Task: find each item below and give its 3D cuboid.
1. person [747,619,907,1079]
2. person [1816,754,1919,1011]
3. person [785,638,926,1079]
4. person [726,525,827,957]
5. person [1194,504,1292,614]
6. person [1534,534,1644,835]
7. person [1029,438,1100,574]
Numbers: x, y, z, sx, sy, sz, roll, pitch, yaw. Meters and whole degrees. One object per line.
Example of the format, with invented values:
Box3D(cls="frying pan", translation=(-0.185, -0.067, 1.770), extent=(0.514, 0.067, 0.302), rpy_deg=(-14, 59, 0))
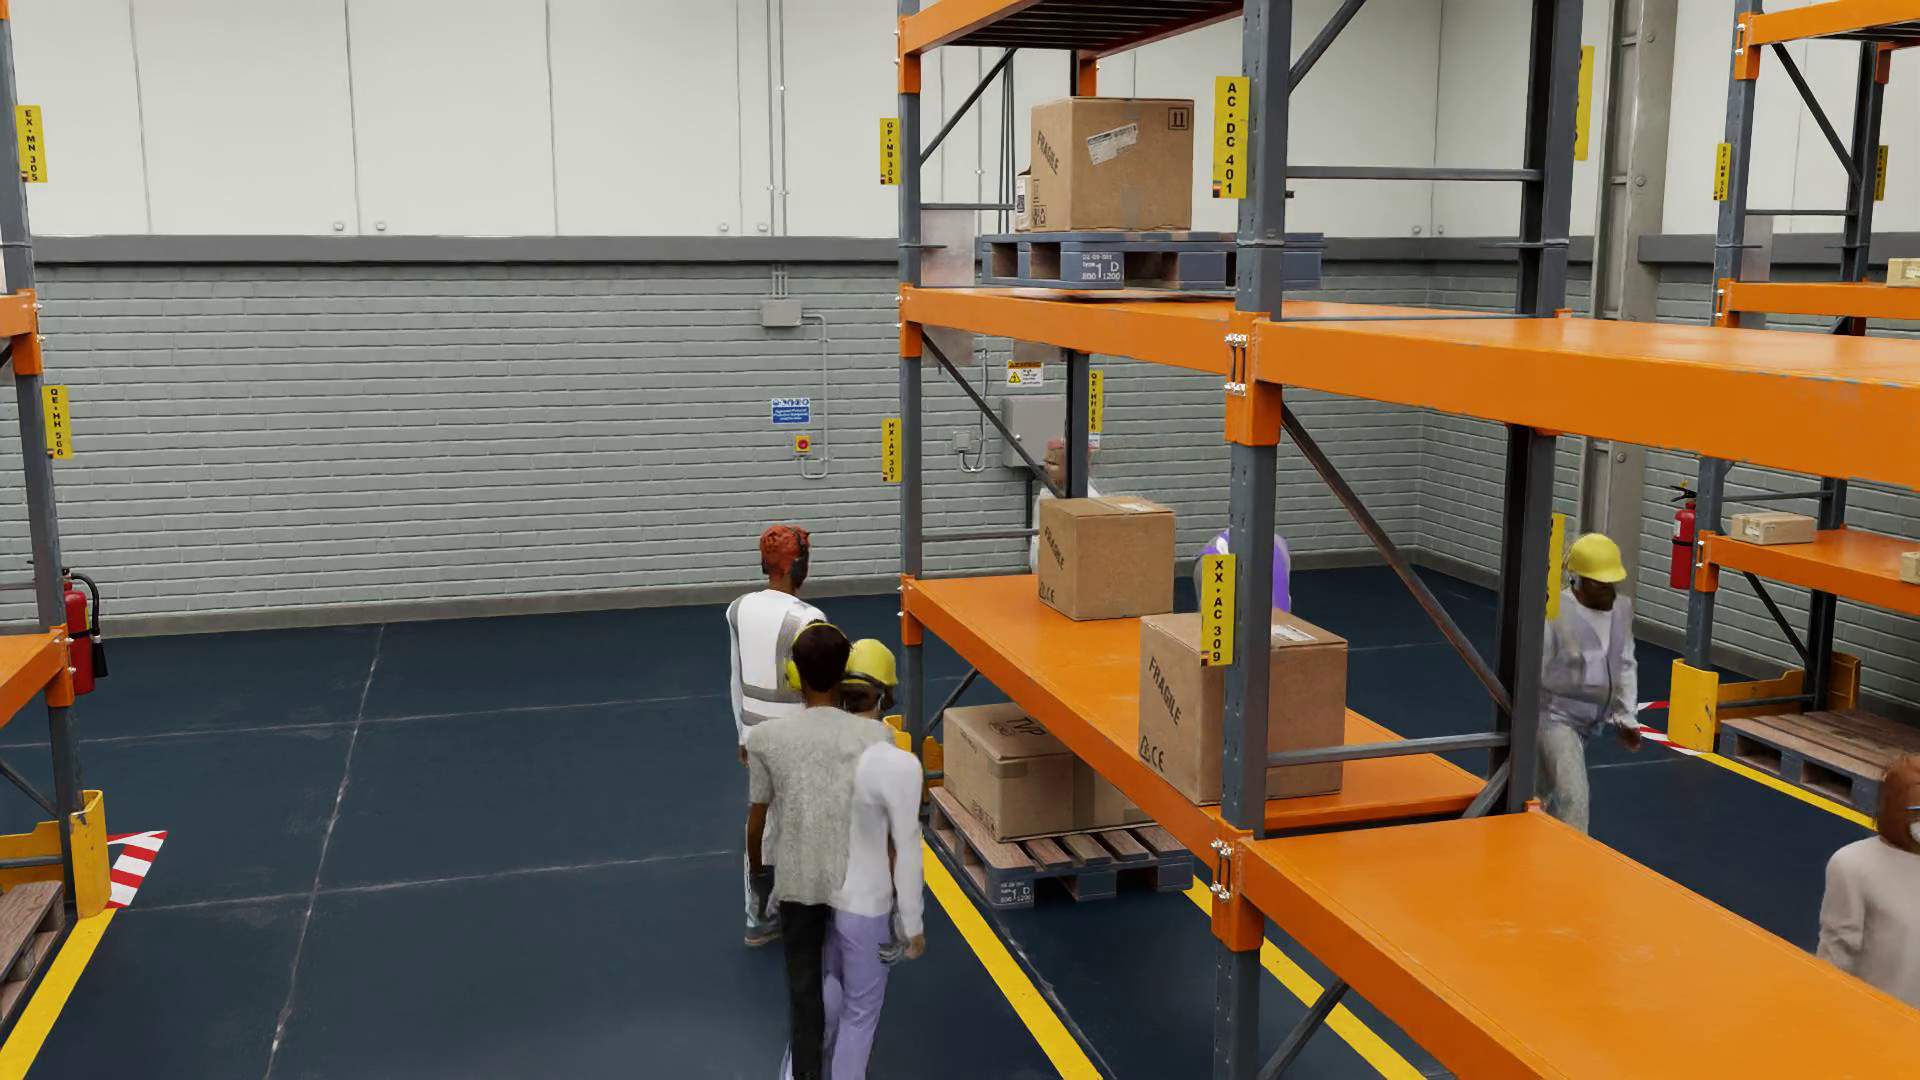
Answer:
Box3D(cls="person", translation=(-0.453, 1.171, 5.568), extent=(0.501, 1.814, 0.974), rpy_deg=(-1, 10, -8))
Box3D(cls="person", translation=(2.753, 1.407, 4.779), extent=(0.541, 1.609, 0.533), rpy_deg=(0, 10, -2))
Box3D(cls="person", translation=(-0.336, 1.203, 5.569), extent=(0.553, 1.740, 0.439), rpy_deg=(9, 13, 41))
Box3D(cls="person", translation=(-0.755, 0.865, 7.121), extent=(0.578, 1.879, 0.349), rpy_deg=(9, 14, 42))
Box3D(cls="person", translation=(1.497, 0.617, 8.658), extent=(0.613, 1.836, 0.429), rpy_deg=(-8, 13, -38))
Box3D(cls="person", translation=(2.816, 0.808, 7.811), extent=(0.622, 1.768, 0.869), rpy_deg=(-7, 12, -33))
Box3D(cls="person", translation=(0.682, 0.299, 10.298), extent=(0.667, 1.884, 0.656), rpy_deg=(-5, 11, -27))
